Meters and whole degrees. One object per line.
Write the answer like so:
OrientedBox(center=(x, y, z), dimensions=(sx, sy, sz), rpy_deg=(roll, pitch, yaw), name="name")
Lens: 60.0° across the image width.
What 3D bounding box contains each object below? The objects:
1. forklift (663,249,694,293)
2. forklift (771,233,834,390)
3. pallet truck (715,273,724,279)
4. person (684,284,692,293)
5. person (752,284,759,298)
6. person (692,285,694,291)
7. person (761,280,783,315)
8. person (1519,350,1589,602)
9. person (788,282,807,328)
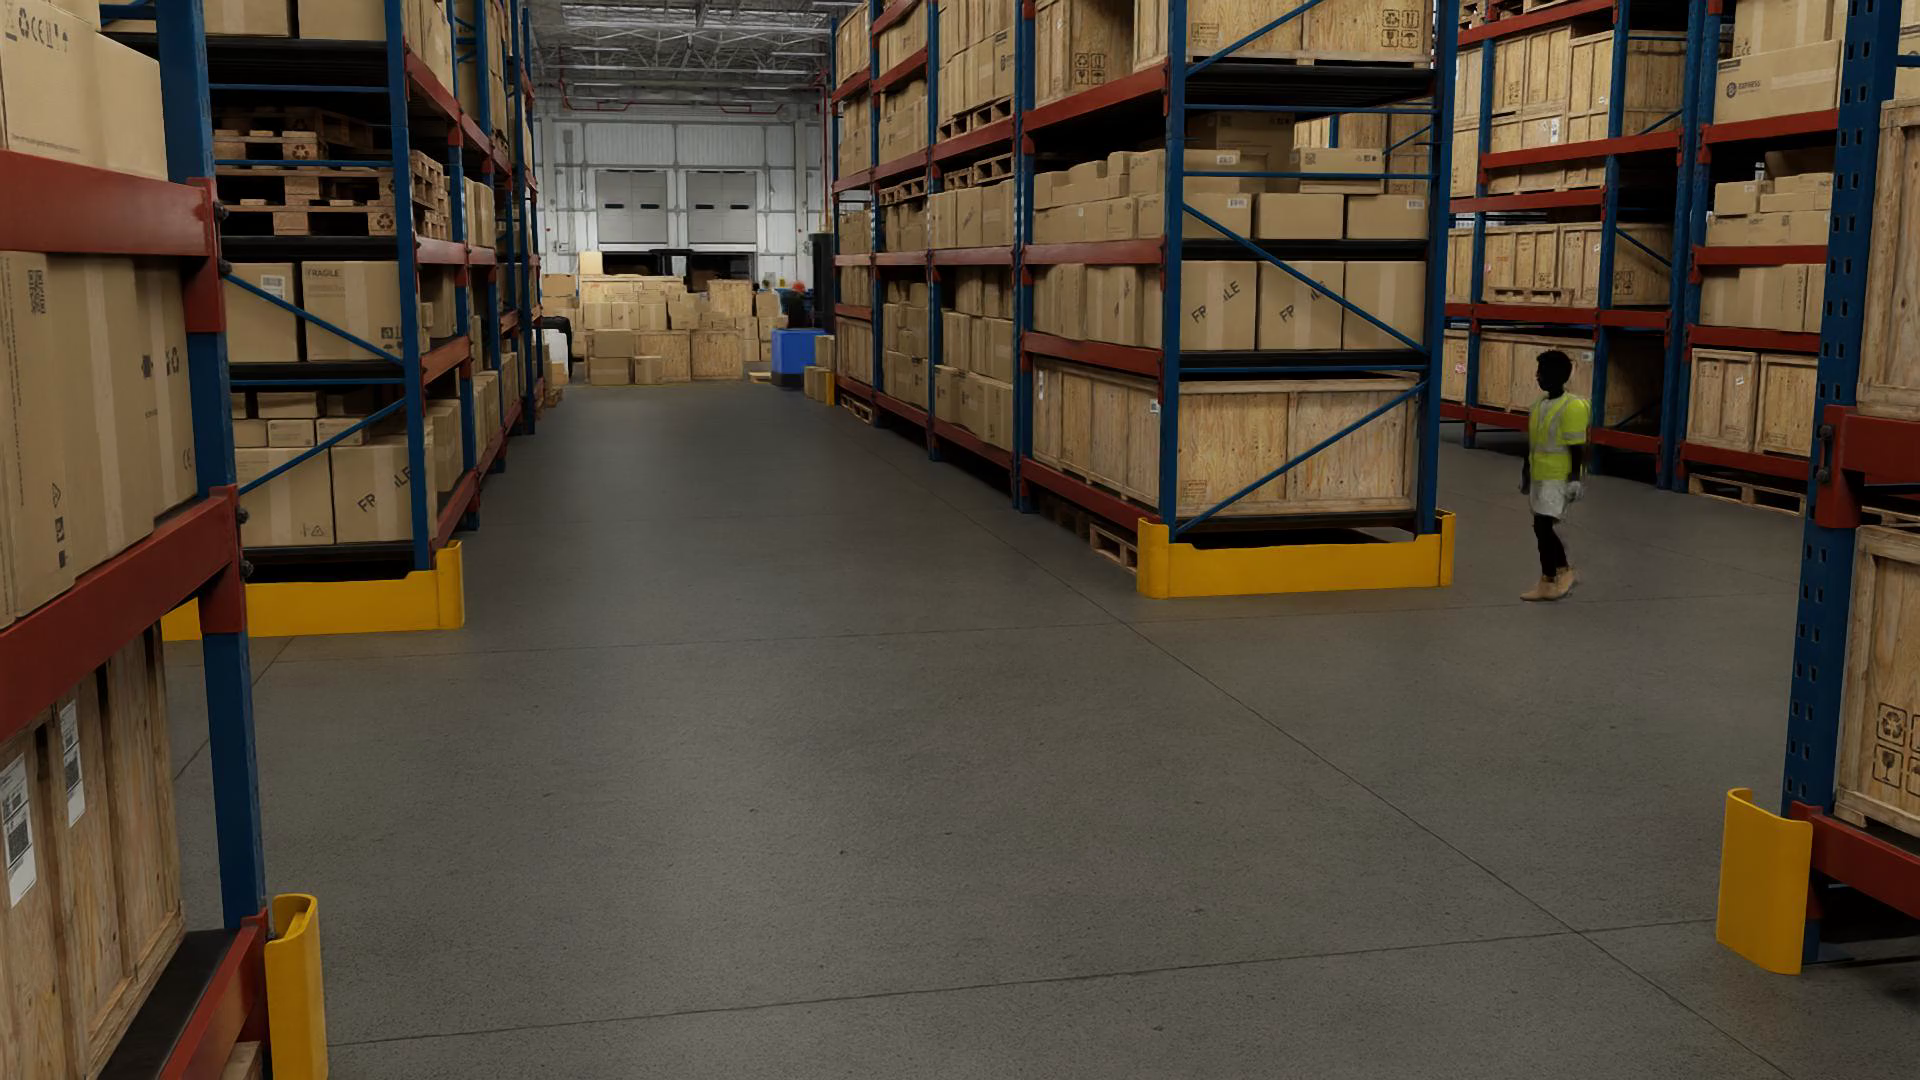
OrientedBox(center=(-9.277, -8.224, 54.954), dimensions=(1.129, 2.768, 1.873), rpy_deg=(-7, 12, -38), name="forklift")
OrientedBox(center=(-2.451, -4.166, 30.214), dimensions=(1.873, 2.768, 1.129), rpy_deg=(-3, 10, -18), name="forklift")
OrientedBox(center=(-8.580, -8.986, 62.280), dimensions=(1.885, 1.965, 0.823), rpy_deg=(1, 9, 5), name="pallet truck")
OrientedBox(center=(-6.107, -4.812, 37.310), dimensions=(0.429, 1.845, 0.627), rpy_deg=(-6, 11, -34), name="person")
OrientedBox(center=(-7.201, -8.166, 58.341), dimensions=(0.536, 1.663, 0.852), rpy_deg=(7, 12, 37), name="person")
OrientedBox(center=(-10.052, -8.803, 61.422), dimensions=(0.620, 1.921, 0.407), rpy_deg=(5, 11, 27), name="person")
OrientedBox(center=(-4.945, -5.850, 43.470), dimensions=(0.793, 1.890, 0.647), rpy_deg=(-9, 13, -44), name="person")
OrientedBox(center=(3.869, -0.407, 10.933), dimensions=(0.375, 1.680, 0.555), rpy_deg=(-2, 10, -13), name="person")
OrientedBox(center=(-3.055, -3.849, 31.101), dimensions=(0.948, 1.961, 0.626), rpy_deg=(-4, 10, -22), name="person")
